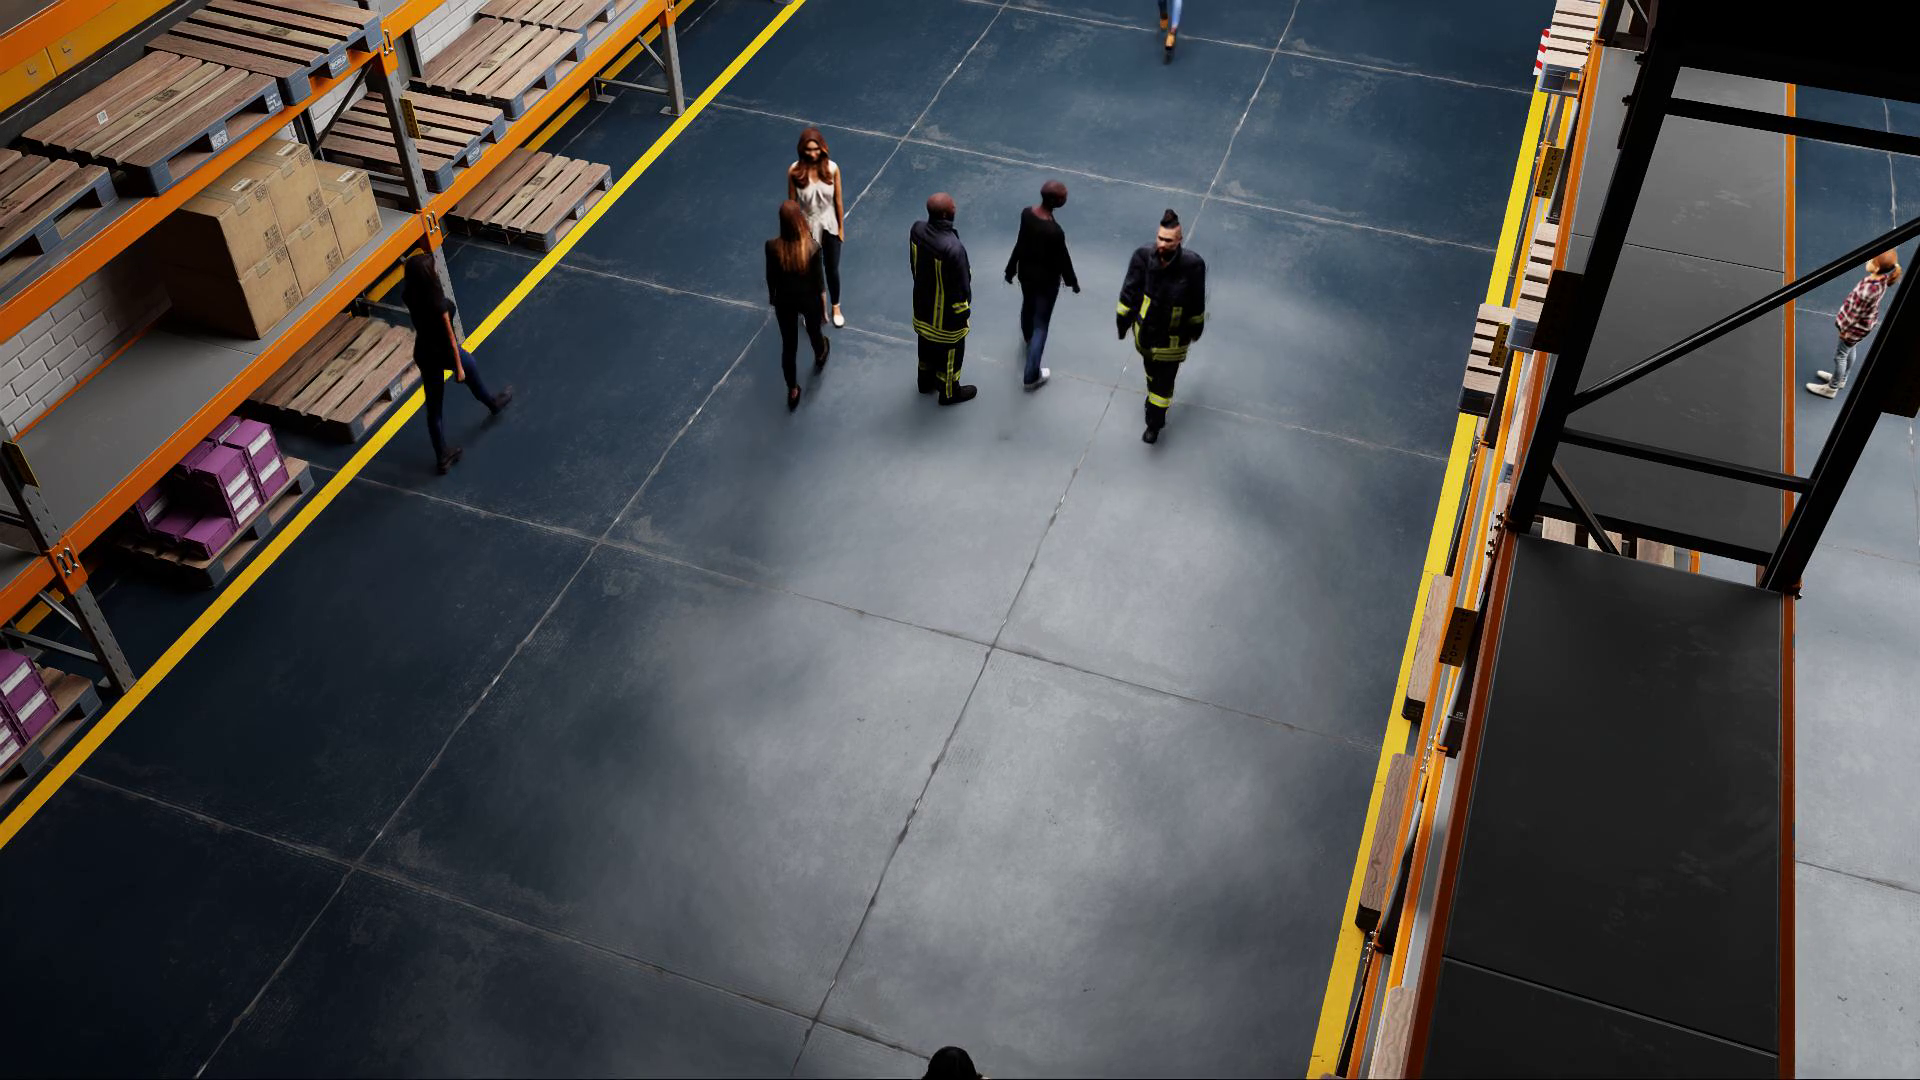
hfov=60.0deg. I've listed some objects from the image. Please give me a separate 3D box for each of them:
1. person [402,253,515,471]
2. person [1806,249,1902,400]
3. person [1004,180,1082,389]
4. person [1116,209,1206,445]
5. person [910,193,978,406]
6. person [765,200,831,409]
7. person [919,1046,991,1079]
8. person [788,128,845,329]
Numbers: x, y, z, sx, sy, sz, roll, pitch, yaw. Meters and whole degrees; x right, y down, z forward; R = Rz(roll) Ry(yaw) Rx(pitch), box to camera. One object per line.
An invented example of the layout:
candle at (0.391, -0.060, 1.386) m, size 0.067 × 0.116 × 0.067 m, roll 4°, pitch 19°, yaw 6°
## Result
person at (-3.829, -1.256, 12.098) m, size 0.620 × 1.697 × 1.121 m, roll 16°, pitch 46°, yaw 16°
person at (6.932, -1.680, 12.829) m, size 0.652 × 1.303 × 0.542 m, roll 33°, pitch 53°, yaw 30°
person at (0.603, -1.946, 12.816) m, size 1.010 × 1.706 × 1.115 m, roll 30°, pitch 51°, yaw 28°
person at (1.550, -1.695, 12.458) m, size 0.847 × 1.836 × 1.089 m, roll 18°, pitch 46°, yaw 18°
person at (-0.143, -1.842, 12.622) m, size 0.865 × 1.823 × 0.859 m, roll -30°, pitch 51°, yaw -28°
person at (-1.259, -1.751, 12.633) m, size 0.808 × 1.675 × 1.095 m, roll 4°, pitch 44°, yaw 4°
person at (-0.038, 2.802, 7.799) m, size 0.819 × 1.752 × 1.060 m, roll 0°, pitch 44°, yaw 0°
person at (-1.140, -2.507, 13.349) m, size 0.658 × 1.783 × 0.659 m, roll -4°, pitch 44°, yaw -4°
